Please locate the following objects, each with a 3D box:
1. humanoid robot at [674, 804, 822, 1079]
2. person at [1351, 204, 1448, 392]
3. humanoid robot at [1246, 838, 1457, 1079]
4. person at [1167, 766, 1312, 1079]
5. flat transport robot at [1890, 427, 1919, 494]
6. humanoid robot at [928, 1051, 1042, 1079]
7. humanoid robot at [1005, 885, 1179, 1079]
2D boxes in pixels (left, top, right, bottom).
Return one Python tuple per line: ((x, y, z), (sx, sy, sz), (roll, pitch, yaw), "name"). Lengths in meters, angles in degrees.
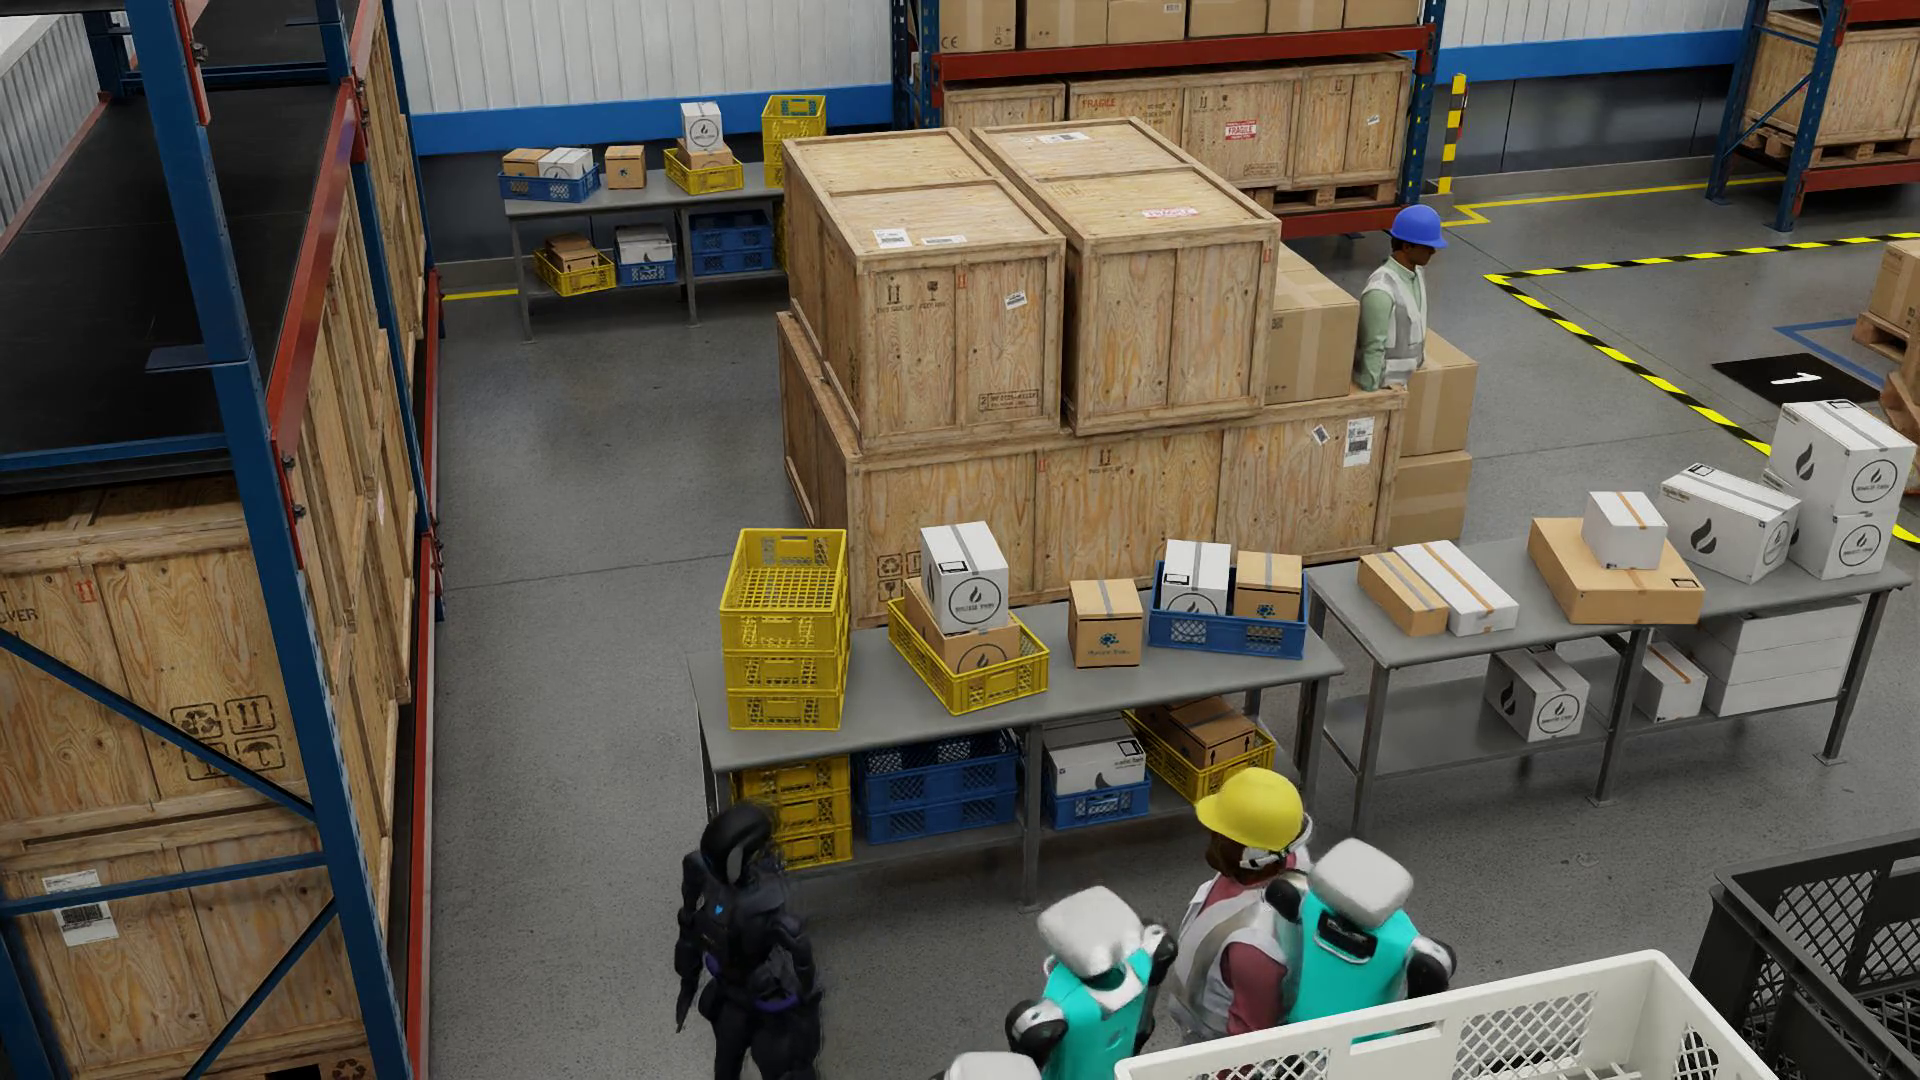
((-0.575, 1.393, 5.131), (0.602, 1.626, 0.539), (22, 36, 34), "humanoid robot")
((2.304, -0.862, 8.955), (0.411, 1.939, 0.602), (18, 34, 29), "person")
((0.896, 1.651, 4.529), (0.543, 1.745, 0.678), (22, 36, 35), "humanoid robot")
((0.809, 1.424, 4.914), (0.404, 1.835, 0.598), (7, 30, 12), "person")
((5.959, -0.451, 9.906), (1.431, 0.197, 0.652), (7, 30, 12), "flat transport robot")
((0.244, 1.971, 4.100), (0.726, 1.875, 0.543), (-8, 30, -15), "humanoid robot")
((0.166, 1.613, 4.741), (0.566, 1.840, 0.808), (-23, 36, -35), "humanoid robot")
